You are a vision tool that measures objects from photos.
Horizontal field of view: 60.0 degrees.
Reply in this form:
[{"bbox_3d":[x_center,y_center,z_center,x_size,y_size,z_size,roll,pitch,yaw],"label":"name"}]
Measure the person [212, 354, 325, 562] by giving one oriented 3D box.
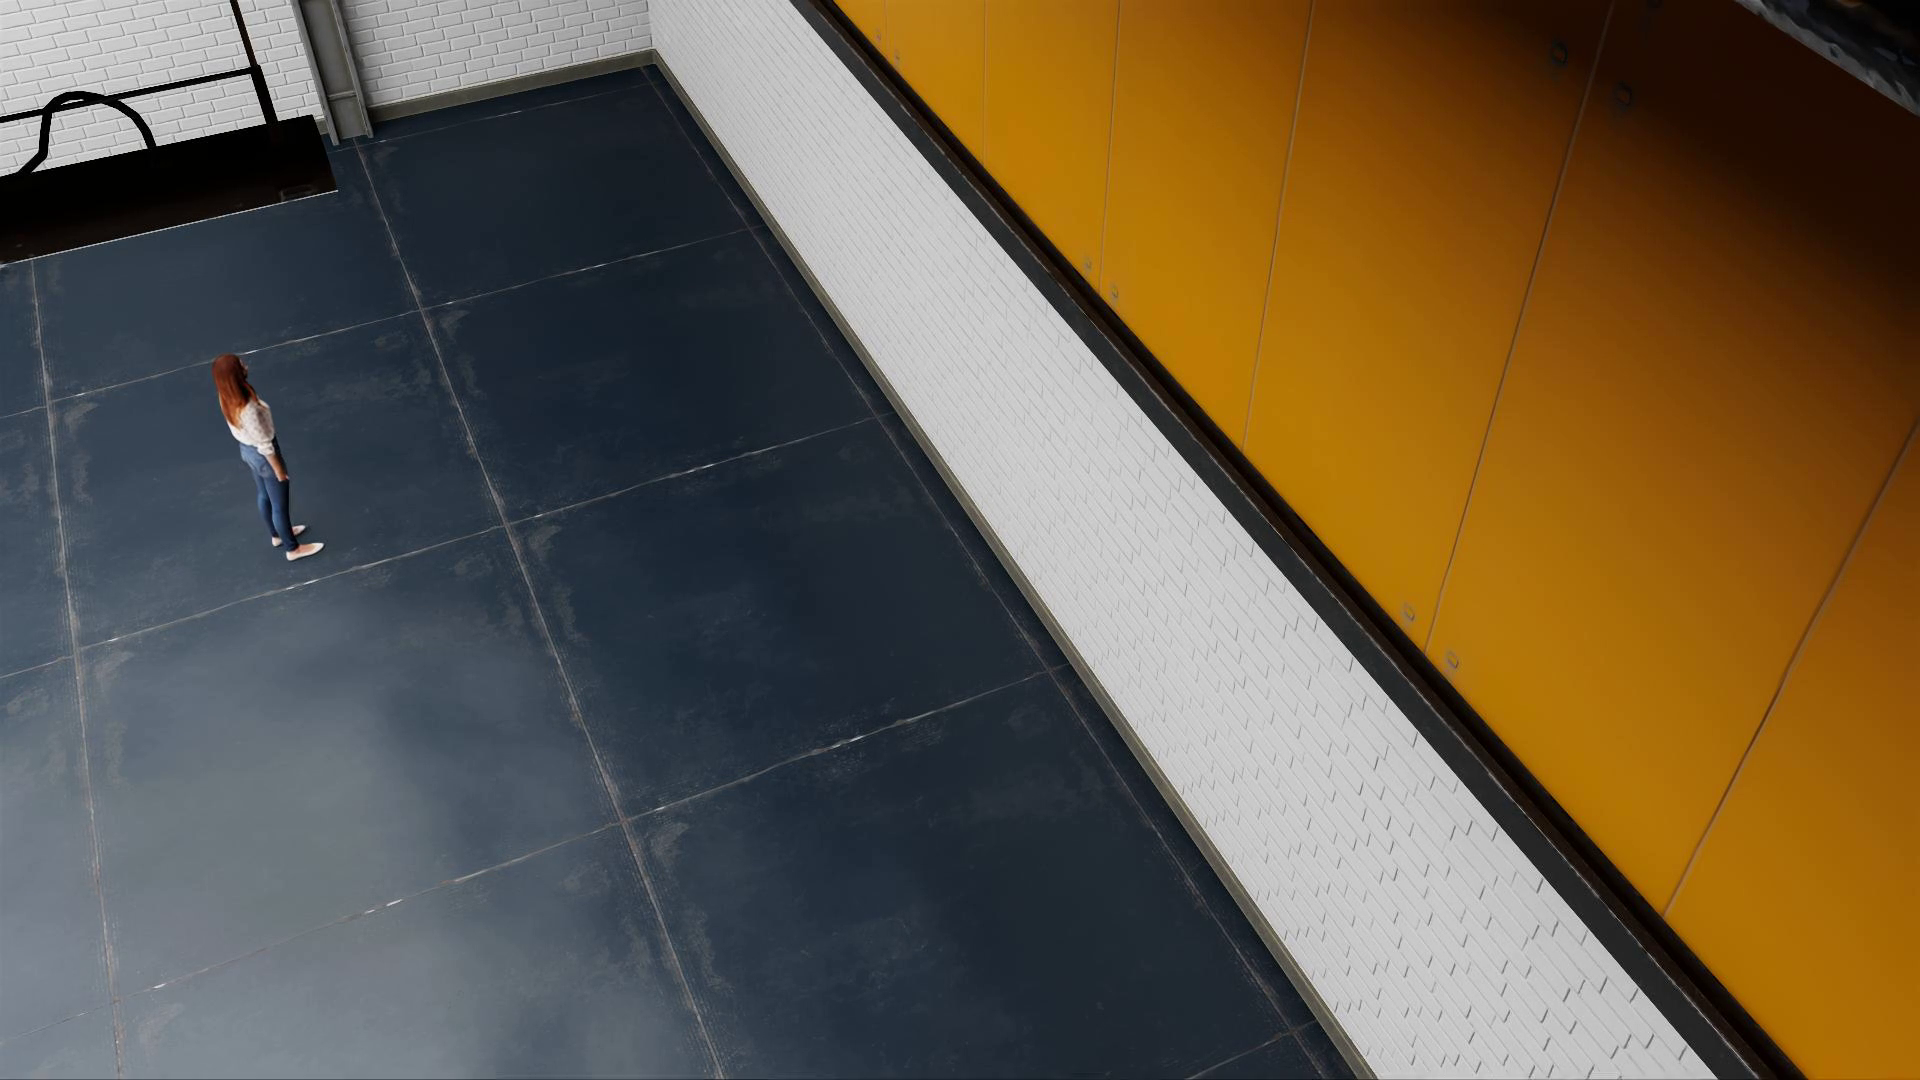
[{"bbox_3d":[-4.889,-0.591,11.625,0.597,1.728,0.633,-33,53,-30],"label":"person"}]
